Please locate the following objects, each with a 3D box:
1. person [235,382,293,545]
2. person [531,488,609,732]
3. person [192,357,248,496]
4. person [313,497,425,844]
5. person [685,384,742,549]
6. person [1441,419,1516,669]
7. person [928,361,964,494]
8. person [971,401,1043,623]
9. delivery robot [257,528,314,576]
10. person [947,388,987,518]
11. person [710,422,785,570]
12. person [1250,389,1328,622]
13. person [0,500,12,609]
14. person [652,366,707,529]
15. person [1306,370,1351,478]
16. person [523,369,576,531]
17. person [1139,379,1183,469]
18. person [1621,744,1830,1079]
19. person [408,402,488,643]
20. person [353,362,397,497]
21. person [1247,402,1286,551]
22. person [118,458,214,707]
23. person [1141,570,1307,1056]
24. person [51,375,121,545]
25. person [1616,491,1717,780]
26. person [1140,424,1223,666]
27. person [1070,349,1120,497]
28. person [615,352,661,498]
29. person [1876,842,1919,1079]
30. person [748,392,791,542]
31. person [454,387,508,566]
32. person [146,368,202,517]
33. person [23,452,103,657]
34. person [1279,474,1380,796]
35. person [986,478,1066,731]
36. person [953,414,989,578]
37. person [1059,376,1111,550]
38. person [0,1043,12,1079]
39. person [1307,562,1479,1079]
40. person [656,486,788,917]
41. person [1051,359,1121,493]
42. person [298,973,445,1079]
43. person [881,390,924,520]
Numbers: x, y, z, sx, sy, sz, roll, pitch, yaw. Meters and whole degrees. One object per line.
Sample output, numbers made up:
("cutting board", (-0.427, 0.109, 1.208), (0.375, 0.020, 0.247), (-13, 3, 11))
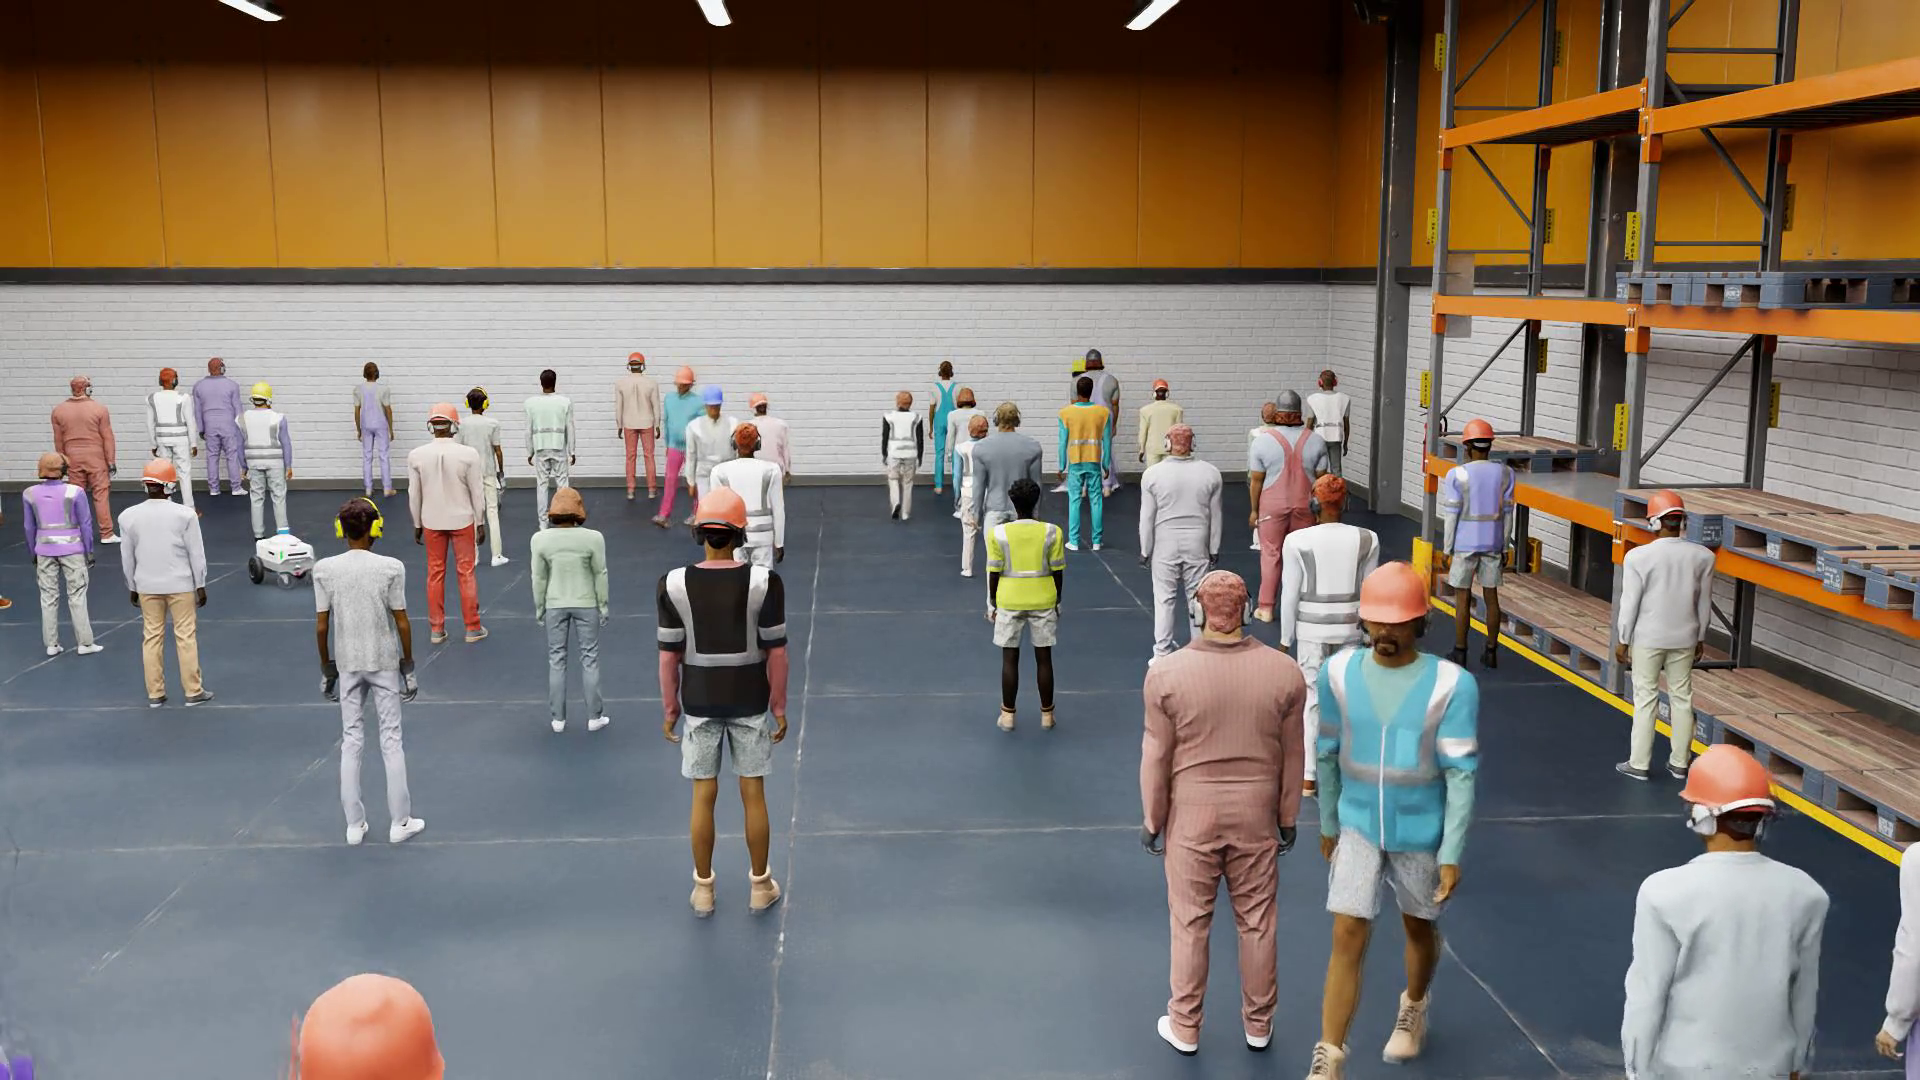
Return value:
("person", (-7.777, -0.852, 18.657), (0.586, 1.833, 0.403), (-1, 9, -4))
("person", (-2.575, 0.463, 11.029), (0.497, 1.633, 0.288), (-1, 9, -4))
("person", (-10.110, -1.542, 22.765), (0.639, 1.909, 0.409), (-1, 9, -4))
("person", (-3.147, 0.696, 8.858), (0.510, 1.861, 0.329), (-1, 9, -4))
("person", (-2.497, -0.632, 16.961), (0.624, 1.930, 0.544), (-3, 9, -16))
("person", (3.963, 0.036, 12.786), (0.542, 1.929, 0.368), (-1, 9, -4))
("person", (-0.186, -1.556, 23.044), (0.505, 1.846, 0.346), (-1, 9, -4))
("person", (0.410, -0.237, 14.481), (0.628, 1.935, 0.373), (-1, 9, -4))
("delivery robot", (-6.585, 0.126, 16.226), (0.477, 0.478, 0.707), (-8, 12, -40))
("person", (0.087, -1.083, 20.737), (0.497, 1.633, 0.288), (-1, 9, -4))
("person", (-1.655, 0.019, 13.037), (0.573, 1.883, 0.356), (-1, 9, -4))
("person", (2.840, -0.304, 14.568), (0.678, 2.000, 0.537), (-1, 9, -4))
("person", (-8.896, -0.286, 14.934), (0.573, 1.887, 0.356), (-1, 9, -4))
("person", (-3.315, -1.092, 19.829), (0.640, 1.934, 1.031), (3, 10, 18))
("person", (4.614, -1.211, 20.892), (0.565, 1.839, 0.387), (-1, 9, -4))
("person", (-4.843, -1.058, 19.683), (0.589, 1.919, 0.393), (-1, 9, -4))
("person", (2.494, -1.132, 20.693), (0.560, 1.743, 0.334), (-1, 9, -4))
("person", (2.099, 1.433, 4.597), (0.584, 1.734, 0.474), (-1, 9, -9))
("person", (-4.206, -0.139, 13.701), (0.608, 1.987, 0.388), (-1, 9, -4))
("person", (-8.001, -1.507, 22.734), (0.505, 1.846, 0.346), (-1, 9, -4))
("person", (3.394, -0.687, 18.225), (0.511, 1.641, 0.308), (-1, 9, -4))
("person", (-5.560, 0.300, 11.671), (0.560, 1.752, 0.326), (-1, 9, -4))
("person", (1.007, 1.058, 6.455), (0.639, 1.903, 0.409), (-1, 9, -4))
("person", (-9.784, -0.889, 18.663), (0.639, 1.909, 0.409), (-1, 9, -4))
("person", (4.212, 0.573, 9.988), (0.560, 1.743, 0.334), (-1, 9, -4))
("person", (1.679, 0.061, 12.716), (0.639, 1.903, 0.409), (-1, 9, -4))
("person", (1.826, -1.610, 22.767), (0.678, 2.000, 0.537), (-1, 9, -4))
("person", (-4.354, -1.550, 22.562), (0.608, 1.987, 0.388), (-1, 9, -4))
("person", (2.933, 1.384, 4.830), (0.522, 1.768, 0.312), (-1, 9, -4))
("person", (-2.188, -0.791, 18.581), (0.575, 1.727, 0.380), (-3, 9, -17))
("person", (-4.982, -0.654, 17.301), (0.510, 1.872, 0.329), (-1, 9, -4))
("person", (-9.761, -1.195, 20.644), (0.573, 1.887, 0.356), (-1, 9, -4))
("person", (-7.124, 0.116, 13.186), (0.511, 1.640, 0.308), (-1, 9, -4))
("person", (2.136, 0.554, 9.664), (0.573, 1.887, 0.356), (-1, 9, -4))
("person", (0.436, 0.432, 11.034), (0.532, 1.693, 0.319), (-1, 9, -4))
("person", (0.189, -0.431, 16.622), (0.511, 1.641, 0.308), (-1, 9, -4))
("person", (1.369, -0.836, 18.303), (0.589, 1.916, 0.393), (-1, 9, -4))
("person", (-2.175, 1.556, 3.391), (0.626, 1.878, 1.013), (7, 11, 37))
("person", (1.547, 1.073, 6.079), (0.619, 1.982, 1.077), (5, 10, 30))
("person", (-1.110, 0.769, 7.854), (0.605, 2.035, 0.384), (-1, 9, -4))
("person", (1.788, -1.565, 23.069), (0.962, 1.894, 0.616), (1, 9, 4))
("person", (-1.037, 1.624, 2.980), (0.535, 1.889, 1.015), (-4, 10, -23))
("person", (-0.699, -1.026, 20.401), (0.530, 1.622, 0.467), (0, 9, 0))
